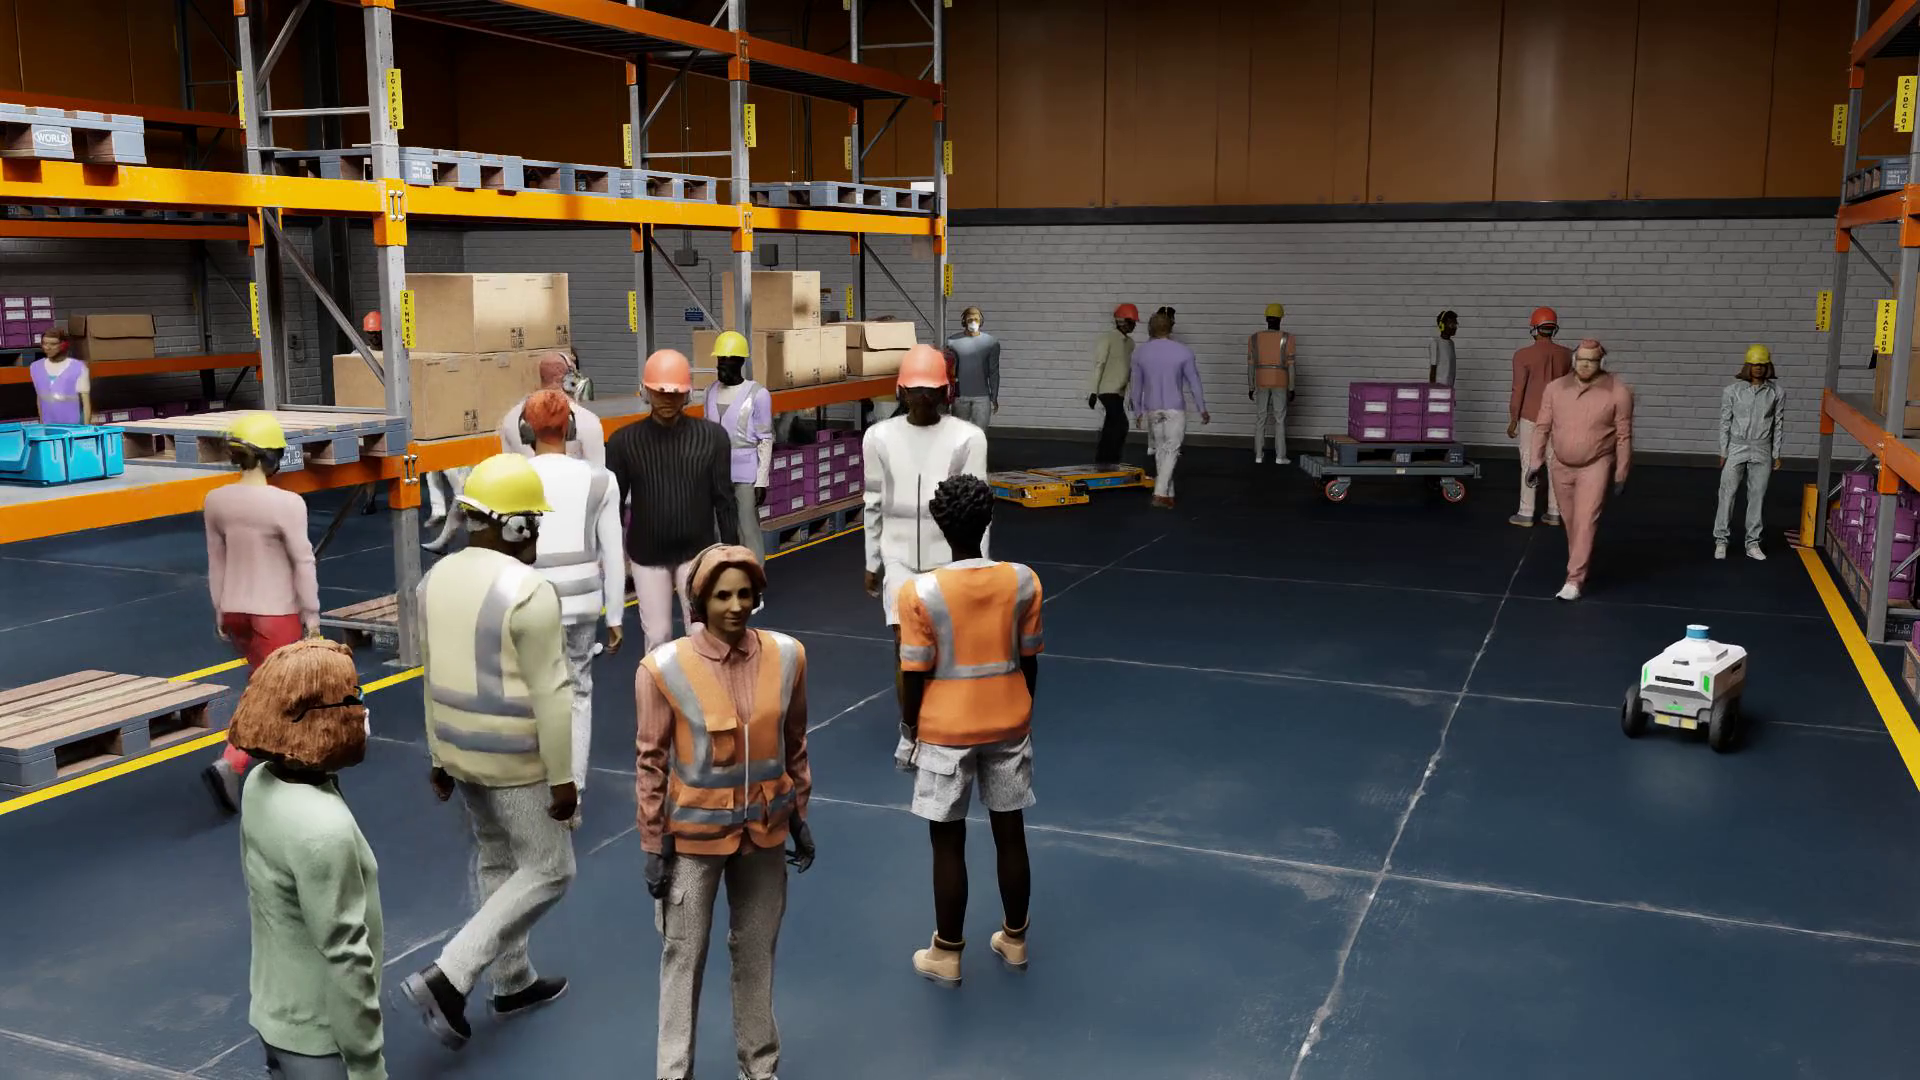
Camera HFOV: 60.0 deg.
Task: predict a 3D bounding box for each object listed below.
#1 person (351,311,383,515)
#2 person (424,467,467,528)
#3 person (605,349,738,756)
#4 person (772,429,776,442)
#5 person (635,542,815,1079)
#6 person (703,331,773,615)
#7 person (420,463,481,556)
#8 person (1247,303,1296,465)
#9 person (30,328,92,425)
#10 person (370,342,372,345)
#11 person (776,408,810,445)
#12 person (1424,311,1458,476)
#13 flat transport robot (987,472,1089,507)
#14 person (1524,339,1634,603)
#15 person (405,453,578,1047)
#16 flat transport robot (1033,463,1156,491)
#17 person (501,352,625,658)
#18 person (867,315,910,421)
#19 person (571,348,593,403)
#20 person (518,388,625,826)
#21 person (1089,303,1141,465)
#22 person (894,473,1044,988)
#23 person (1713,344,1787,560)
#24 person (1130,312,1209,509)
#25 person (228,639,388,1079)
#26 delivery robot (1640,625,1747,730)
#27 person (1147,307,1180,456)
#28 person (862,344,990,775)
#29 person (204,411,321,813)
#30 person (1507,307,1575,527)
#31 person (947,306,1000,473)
[{"bbox_3d":[-5.507,-1.202,15.836,0.546,1.939,0.375,-2,10,-12],"label":"person"},{"bbox_3d":[-4.716,-1.044,15.078,0.605,1.870,0.453,2,10,14],"label":"person"},{"bbox_3d":[-1.392,0.076,7.965,0.659,1.973,0.451,-1,9,-9],"label":"person"},{"bbox_3d":[-2.649,-2.022,21.129,0.919,1.842,0.538,-8,13,-42],"label":"person"},{"bbox_3d":[-0.631,0.814,4.519,0.517,1.639,0.314,-6,11,-33],"label":"person"},{"bbox_3d":[-1.535,-0.450,11.301,0.587,1.930,0.362,6,11,31],"label":"person"},{"bbox_3d":[-4.094,-0.673,13.650,0.541,1.587,0.849,9,13,44],"label":"person"},{"bbox_3d":[3.712,-1.851,19.802,0.585,1.928,0.368,4,10,24],"label":"person"},{"bbox_3d":[-8.283,-1.048,15.341,0.583,1.786,0.984,0,9,1],"label":"person"},{"bbox_3d":[-6.808,-1.873,19.997,0.587,1.911,0.409,-4,10,-21],"label":"person"},{"bbox_3d":[-1.833,-1.551,18.393,0.878,1.797,0.547,-9,13,-44],"label":"person"},{"bbox_3d":[5.419,-1.633,18.655,0.311,1.869,0.534,8,12,39],"label":"person"},{"bbox_3d":[0.621,-0.526,16.779,0.652,0.197,1.431,-6,11,-32],"label":"flat transport robot"},{"bbox_3d":[4.486,-0.523,12.002,0.644,1.861,0.988,9,13,42],"label":"person"},{"bbox_3d":[-1.434,0.648,5.010,0.617,1.809,0.576,8,12,40],"label":"person"},{"bbox_3d":[1.358,-0.652,17.540,1.431,0.197,0.652,-6,11,-31],"label":"flat transport robot"},{"bbox_3d":[-2.220,-0.138,9.581,0.662,1.869,0.880,5,10,27],"label":"person"},{"bbox_3d":[-0.807,-1.568,18.383,0.442,1.828,0.639,-6,11,-32],"label":"person"},{"bbox_3d":[-3.599,-0.952,15.300,0.537,1.619,0.494,5,10,26],"label":"person"},{"bbox_3d":[-1.651,0.320,6.832,0.603,1.867,0.659,-4,10,-25],"label":"person"},{"bbox_3d":[1.739,-1.610,18.214,0.652,1.959,0.655,7,11,35],"label":"person"},{"bbox_3d":[0.032,0.627,5.484,0.530,1.696,0.321,-4,10,-25],"label":"person"},{"bbox_3d":[6.368,-0.702,13.392,0.487,1.744,0.314,2,10,10],"label":"person"},{"bbox_3d":[2.024,-1.256,16.234,0.740,1.912,0.614,4,10,25],"label":"person"},{"bbox_3d":[-1.293,1.003,3.393,0.277,1.633,0.507,-7,12,-38],"label":"person"},{"bbox_3d":[3.702,0.672,8.381,0.477,0.478,0.707,7,12,38],"label":"delivery robot"},{"bbox_3d":[2.519,-1.964,20.682,0.329,1.865,0.518,-3,10,-19],"label":"person"},{"bbox_3d":[-0.153,0.052,8.039,0.614,2.014,0.901,1,9,6],"label":"person"},{"bbox_3d":[-3.075,0.313,7.253,0.528,1.742,0.704,3,10,19],"label":"person"},{"bbox_3d":[5.277,-1.117,15.148,0.612,1.994,0.395,-1,9,-9],"label":"person"},{"bbox_3d":[0.121,-1.520,17.765,0.631,1.940,0.372,-1,9,-8],"label":"person"}]
